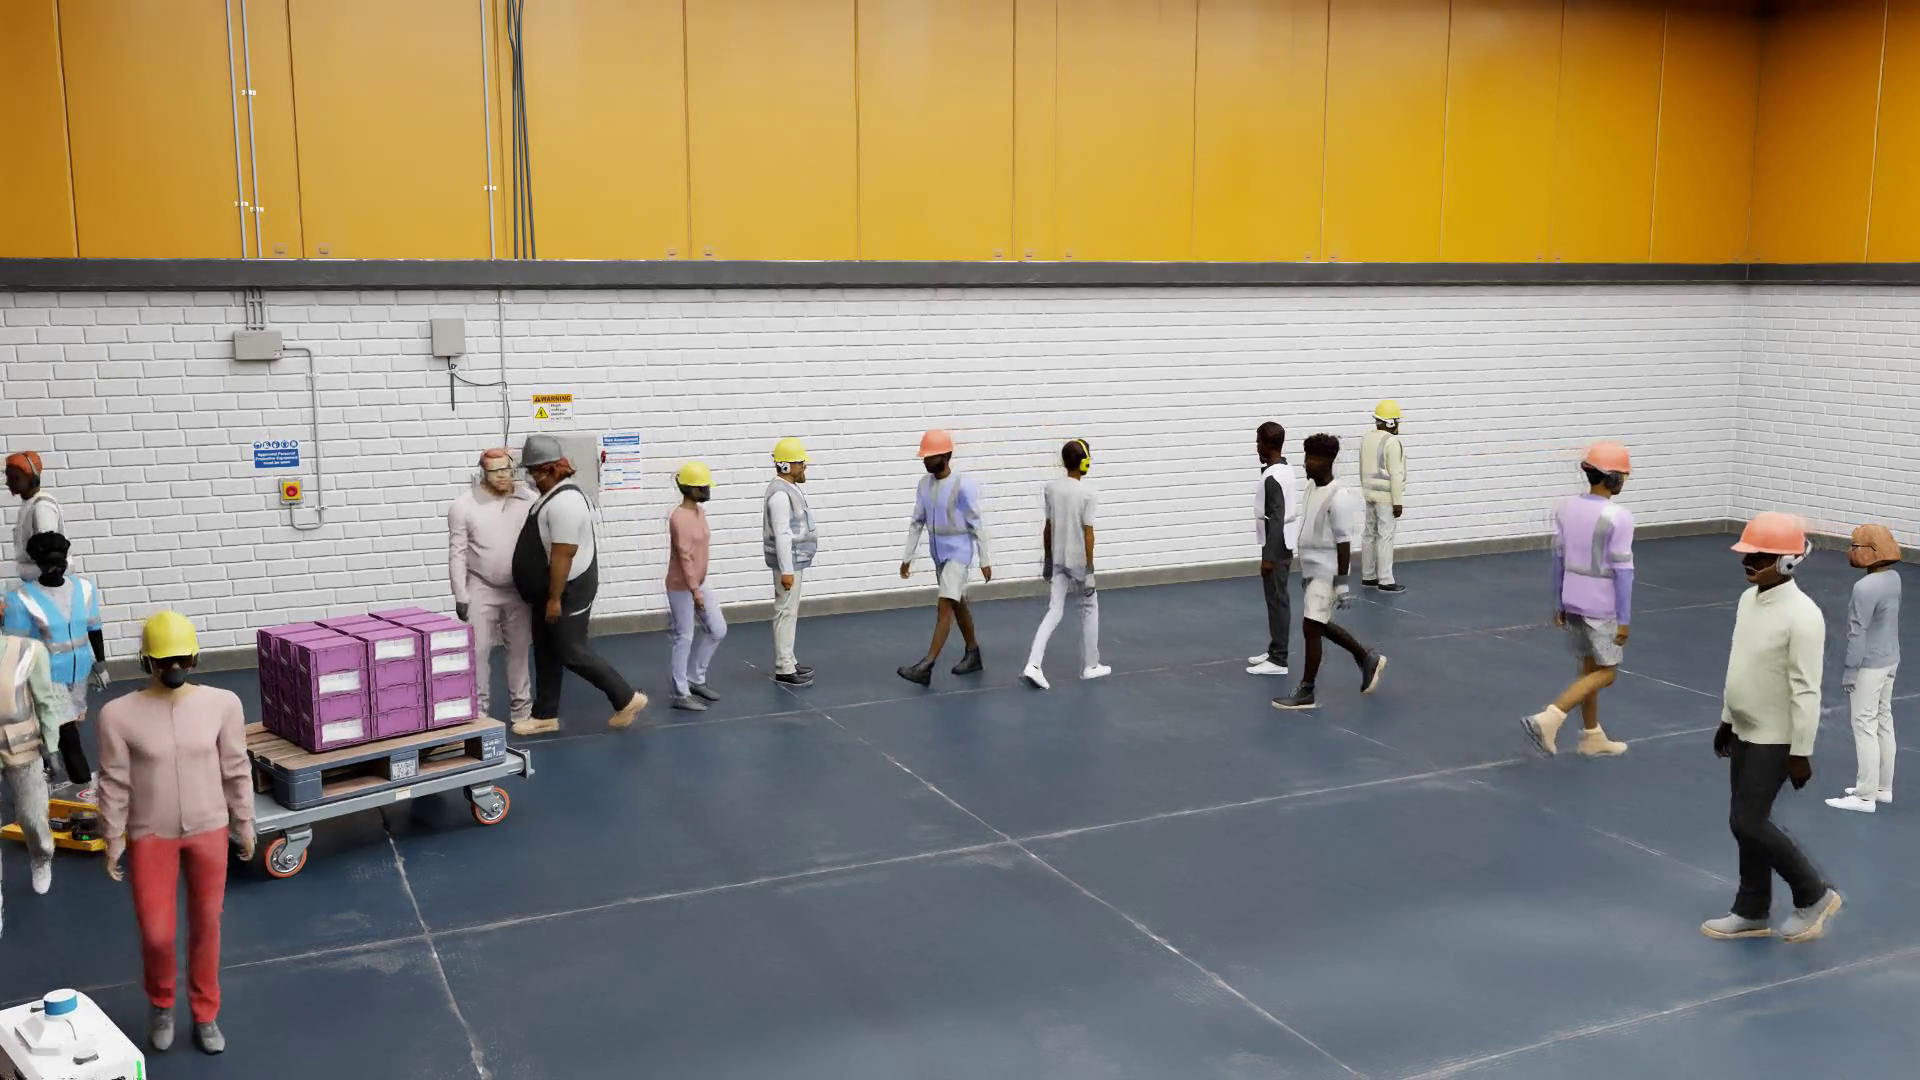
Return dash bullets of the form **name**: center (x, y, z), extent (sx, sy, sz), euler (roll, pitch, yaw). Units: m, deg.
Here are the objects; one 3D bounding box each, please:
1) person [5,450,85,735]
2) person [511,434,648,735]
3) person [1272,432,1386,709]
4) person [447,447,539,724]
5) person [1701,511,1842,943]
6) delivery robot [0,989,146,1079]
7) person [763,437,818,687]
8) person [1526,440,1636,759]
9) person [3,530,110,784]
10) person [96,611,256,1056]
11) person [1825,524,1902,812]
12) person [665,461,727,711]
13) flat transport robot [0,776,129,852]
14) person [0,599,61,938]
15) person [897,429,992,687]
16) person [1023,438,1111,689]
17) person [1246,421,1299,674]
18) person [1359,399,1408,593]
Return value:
- **person**: center (-6.071, 0.333, 11.022), extent (0.381, 1.876, 0.772), euler (-6, 11, -34)
- **person**: center (-2.506, 0.278, 10.847), extent (0.802, 2.000, 0.695), euler (-4, 10, -23)
- **person**: center (2.612, 0.210, 11.578), extent (0.814, 1.946, 0.612), euler (-1, 9, -8)
- **person**: center (-2.977, 0.331, 10.975), extent (0.764, 1.904, 0.409), euler (-6, 11, -35)
- **person**: center (3.624, 0.853, 7.443), extent (0.474, 1.983, 0.611), euler (0, 9, 2)
- **delivery robot**: center (-3.084, 1.795, 5.737), extent (0.477, 0.478, 0.707), euler (-8, 12, -42)
- **person**: center (-1.245, 0.153, 12.259), extent (0.404, 1.830, 0.602), euler (0, 9, -2)
- **person**: center (3.840, 0.392, 10.219), extent (0.730, 2.022, 0.611), euler (-3, 10, -19)
- **person**: center (-5.023, 0.745, 9.196), extent (0.854, 1.647, 0.542), euler (4, 10, 25)
- **person**: center (-2.989, 1.133, 6.395), extent (0.544, 1.753, 0.364), euler (-7, 12, -37)
- **person**: center (5.141, 0.718, 9.412), extent (0.498, 1.626, 0.288), euler (-8, 12, -41)
- **person**: center (-1.832, 0.327, 11.455), extent (0.421, 1.752, 0.524), euler (3, 9, 15)
- **flat transport robot**: center (-4.541, 1.403, 9.336), extent (0.652, 0.197, 1.431), euler (3, 10, 20)
- **person**: center (-4.469, 0.990, 7.746), extent (0.514, 1.613, 0.727), euler (-5, 10, -27)
- **person**: center (-0.143, 0.126, 12.279), extent (0.983, 1.879, 0.589), euler (-8, 12, -40)
- **person**: center (0.779, 0.168, 12.180), extent (0.530, 1.836, 0.918), euler (8, 12, 40)
- **person**: center (2.383, 0.062, 12.573), extent (0.399, 1.916, 0.590), euler (3, 10, 16)
- **person**: center (4.028, -0.416, 15.787), extent (0.403, 1.835, 0.587), euler (-3, 10, -19)
